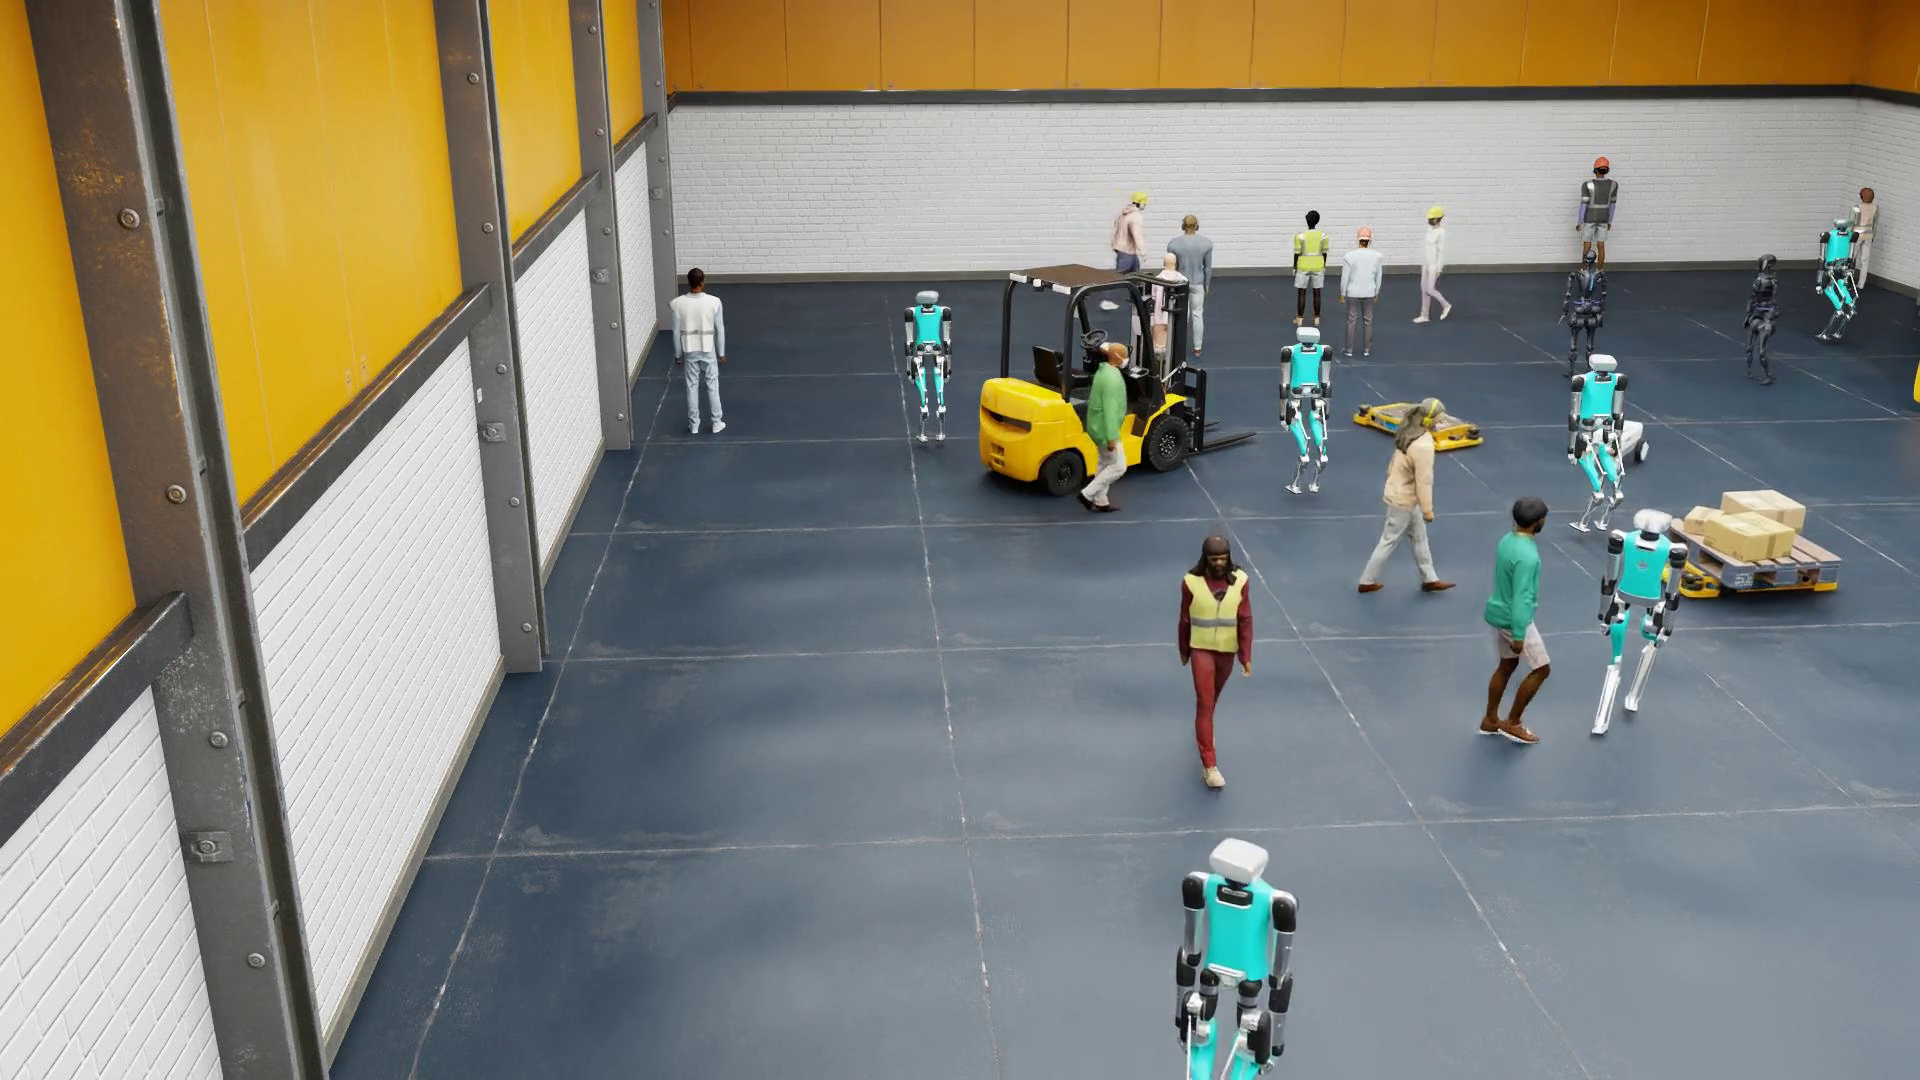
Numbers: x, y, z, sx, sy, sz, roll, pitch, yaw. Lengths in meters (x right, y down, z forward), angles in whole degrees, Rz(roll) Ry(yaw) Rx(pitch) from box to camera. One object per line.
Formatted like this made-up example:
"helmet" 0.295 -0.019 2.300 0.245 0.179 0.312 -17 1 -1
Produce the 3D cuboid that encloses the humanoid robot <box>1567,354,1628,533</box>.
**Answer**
"humanoid robot" 6.050 -0.862 15.651 0.533 1.677 0.735 -1 20 -4

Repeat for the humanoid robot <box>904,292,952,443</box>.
"humanoid robot" -0.335 -1.881 18.436 0.533 1.673 0.735 -1 20 -4

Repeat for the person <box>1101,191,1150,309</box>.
"person" 2.619 -4.444 25.490 0.984 1.806 0.837 -3 20 -8

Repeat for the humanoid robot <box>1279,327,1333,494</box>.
"humanoid robot" 3.514 -1.256 16.725 0.533 1.677 0.735 -1 20 -4

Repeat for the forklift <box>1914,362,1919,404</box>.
"forklift" 12.602 -2.435 19.475 2.313 2.155 1.214 -1 20 -4

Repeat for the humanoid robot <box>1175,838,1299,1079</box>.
"humanoid robot" 1.120 2.273 7.302 0.600 1.774 0.862 11 23 28

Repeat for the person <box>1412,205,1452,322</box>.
"person" 7.011 -4.065 24.558 0.456 1.753 0.523 -4 21 -11

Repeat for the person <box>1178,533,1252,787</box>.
"person" 1.743 0.752 11.484 0.472 1.718 0.978 -3 20 -7

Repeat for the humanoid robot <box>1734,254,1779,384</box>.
"humanoid robot" 10.316 -2.847 21.336 0.389 1.638 0.596 -2 20 -6

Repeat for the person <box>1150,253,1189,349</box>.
"person" 2.597 -2.680 20.735 0.524 1.780 0.407 -1 20 -2

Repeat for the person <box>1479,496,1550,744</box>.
"person" 3.998 0.575 11.793 0.564 1.827 0.544 0 20 -1

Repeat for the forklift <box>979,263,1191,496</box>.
"forklift" 1.315 -1.764 17.646 2.313 2.155 1.214 -14 24 -33

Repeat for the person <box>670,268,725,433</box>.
"person" -3.003 -2.170 19.158 0.587 1.912 0.397 -1 20 -2

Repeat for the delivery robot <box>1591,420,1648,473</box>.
"delivery robot" 7.174 -1.072 18.160 0.499 0.613 0.811 16 25 36

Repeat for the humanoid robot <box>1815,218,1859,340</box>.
"humanoid robot" 12.250 -3.591 23.093 0.533 1.673 0.735 -1 20 -4

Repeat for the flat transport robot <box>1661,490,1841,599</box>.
"flat transport robot" 6.983 0.288 14.843 1.431 0.231 0.659 -3 20 -8

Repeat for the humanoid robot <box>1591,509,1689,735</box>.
"humanoid robot" 4.946 0.545 12.070 0.553 1.762 0.920 12 23 29

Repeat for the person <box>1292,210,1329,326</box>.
"person" 5.129 -3.977 24.386 0.524 1.697 0.322 -1 20 -2

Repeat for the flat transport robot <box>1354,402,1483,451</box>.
"flat transport robot" 5.292 -1.327 19.243 0.659 0.231 1.431 -11 23 -27

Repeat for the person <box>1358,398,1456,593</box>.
"person" 3.919 -0.372 14.405 0.825 1.821 0.589 3 20 9

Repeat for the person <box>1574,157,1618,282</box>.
"person" 10.482 -5.286 27.460 0.605 2.045 0.385 -1 20 -2

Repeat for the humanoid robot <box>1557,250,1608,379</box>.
"humanoid robot" 8.069 -2.924 21.537 0.599 1.653 0.315 -1 20 -4

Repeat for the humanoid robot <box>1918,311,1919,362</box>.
"humanoid robot" 13.126 -3.154 22.158 0.599 1.657 0.315 -1 20 -4

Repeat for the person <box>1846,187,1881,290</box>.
"person" 14.546 -4.864 26.885 0.513 1.641 0.312 -1 20 -2

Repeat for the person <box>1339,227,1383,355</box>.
"person" 5.463 -3.397 22.725 0.562 1.752 0.332 -1 20 -2

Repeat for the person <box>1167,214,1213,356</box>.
"person" 3.104 -3.454 22.629 0.627 1.932 0.377 -1 20 -2

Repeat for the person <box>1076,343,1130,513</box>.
"person" 1.448 -1.074 16.373 0.436 1.763 0.580 -1 20 -3
